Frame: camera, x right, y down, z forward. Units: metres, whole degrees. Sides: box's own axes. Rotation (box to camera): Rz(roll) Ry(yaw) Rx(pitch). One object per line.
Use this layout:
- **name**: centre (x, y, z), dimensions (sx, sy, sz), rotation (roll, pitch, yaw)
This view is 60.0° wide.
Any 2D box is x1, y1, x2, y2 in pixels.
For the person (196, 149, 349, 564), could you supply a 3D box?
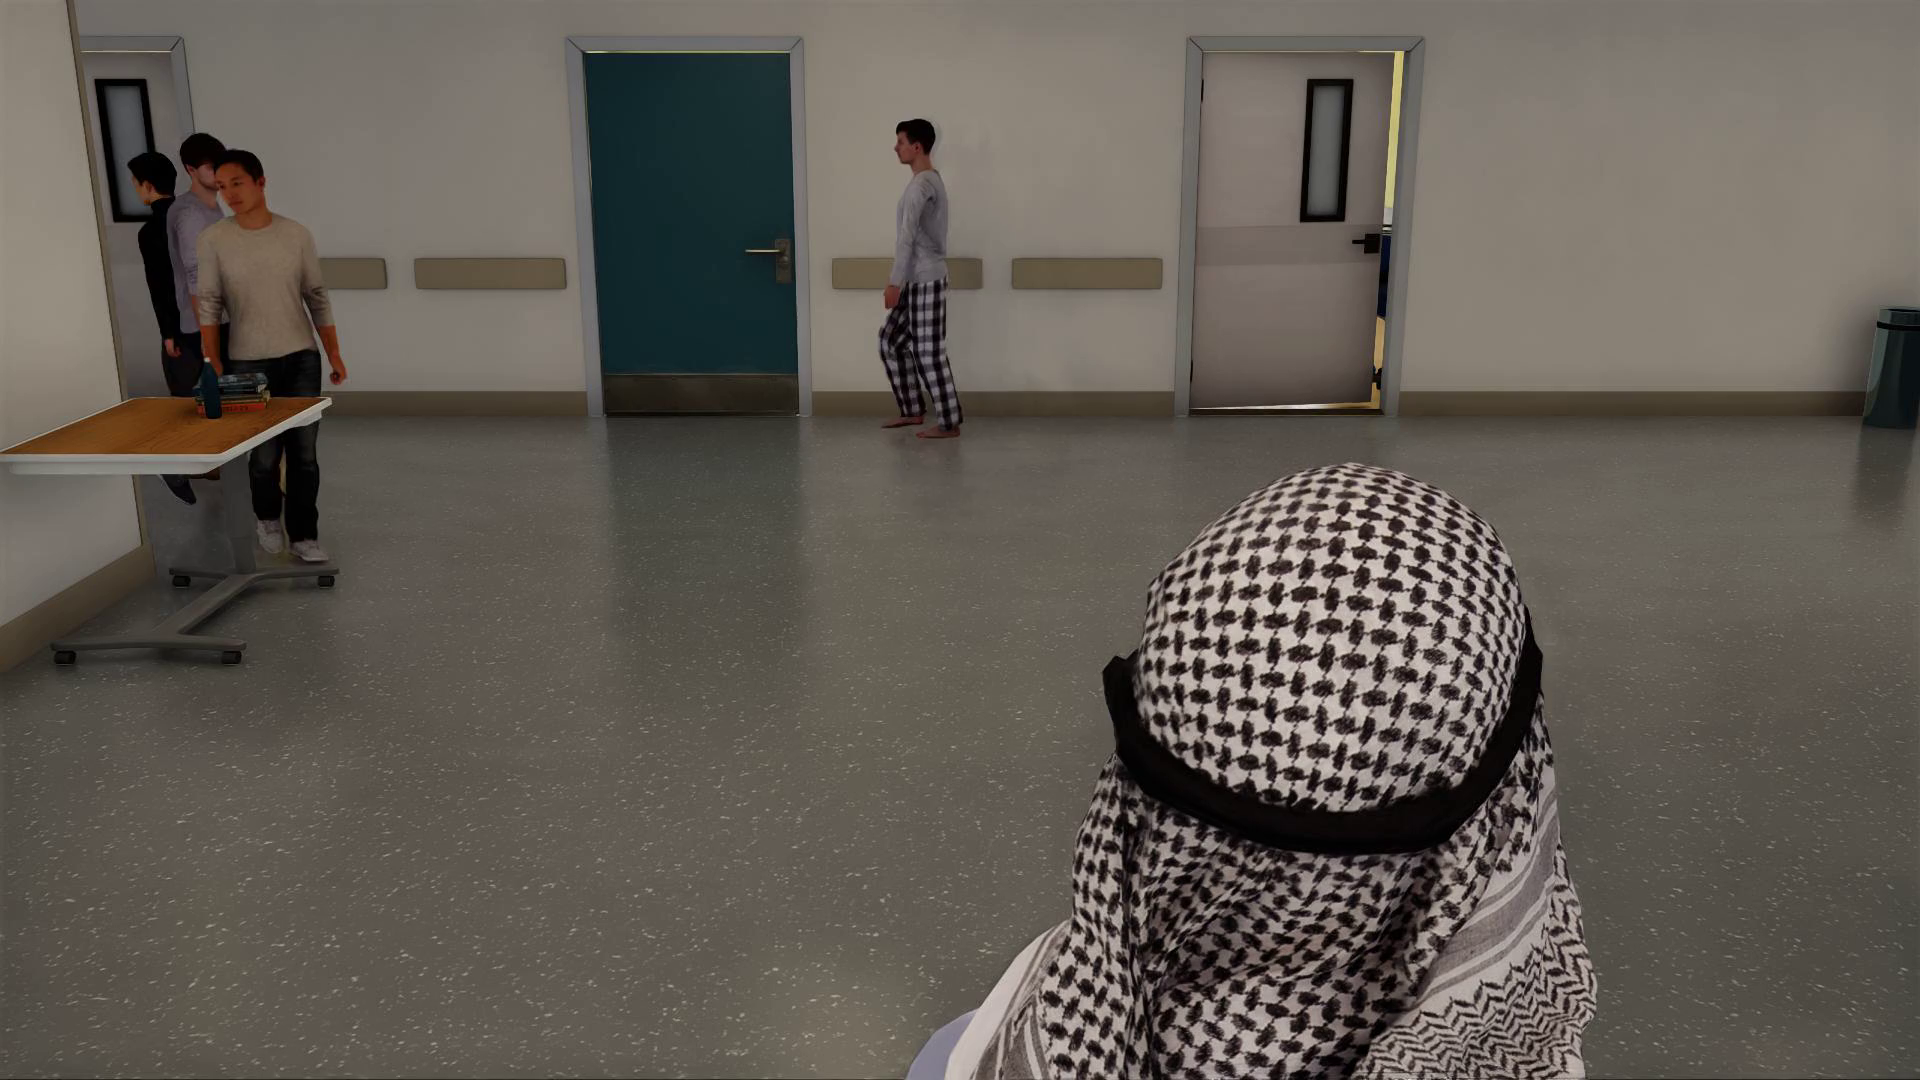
- **person**: centre (-3.022, -0.788, 7.239), dimensions (0.825, 1.793, 0.897), rotation (-14, 21, -40)

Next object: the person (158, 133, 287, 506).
- **person**: centre (-3.659, -1.008, 7.976), dimensions (0.860, 1.818, 0.805), rotation (-4, 16, -13)

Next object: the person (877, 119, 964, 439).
- **person**: centre (-0.122, -1.489, 9.654), dimensions (0.740, 1.832, 0.645), rotation (0, 16, 1)

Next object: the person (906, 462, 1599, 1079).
- **person**: centre (0.185, 0.898, 1.024), dimensions (0.775, 1.921, 0.881), rotation (10, 18, 31)

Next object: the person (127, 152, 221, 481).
- **person**: centre (-3.890, -1.109, 8.553), dimensions (0.976, 1.699, 0.847), rotation (6, 17, 22)
